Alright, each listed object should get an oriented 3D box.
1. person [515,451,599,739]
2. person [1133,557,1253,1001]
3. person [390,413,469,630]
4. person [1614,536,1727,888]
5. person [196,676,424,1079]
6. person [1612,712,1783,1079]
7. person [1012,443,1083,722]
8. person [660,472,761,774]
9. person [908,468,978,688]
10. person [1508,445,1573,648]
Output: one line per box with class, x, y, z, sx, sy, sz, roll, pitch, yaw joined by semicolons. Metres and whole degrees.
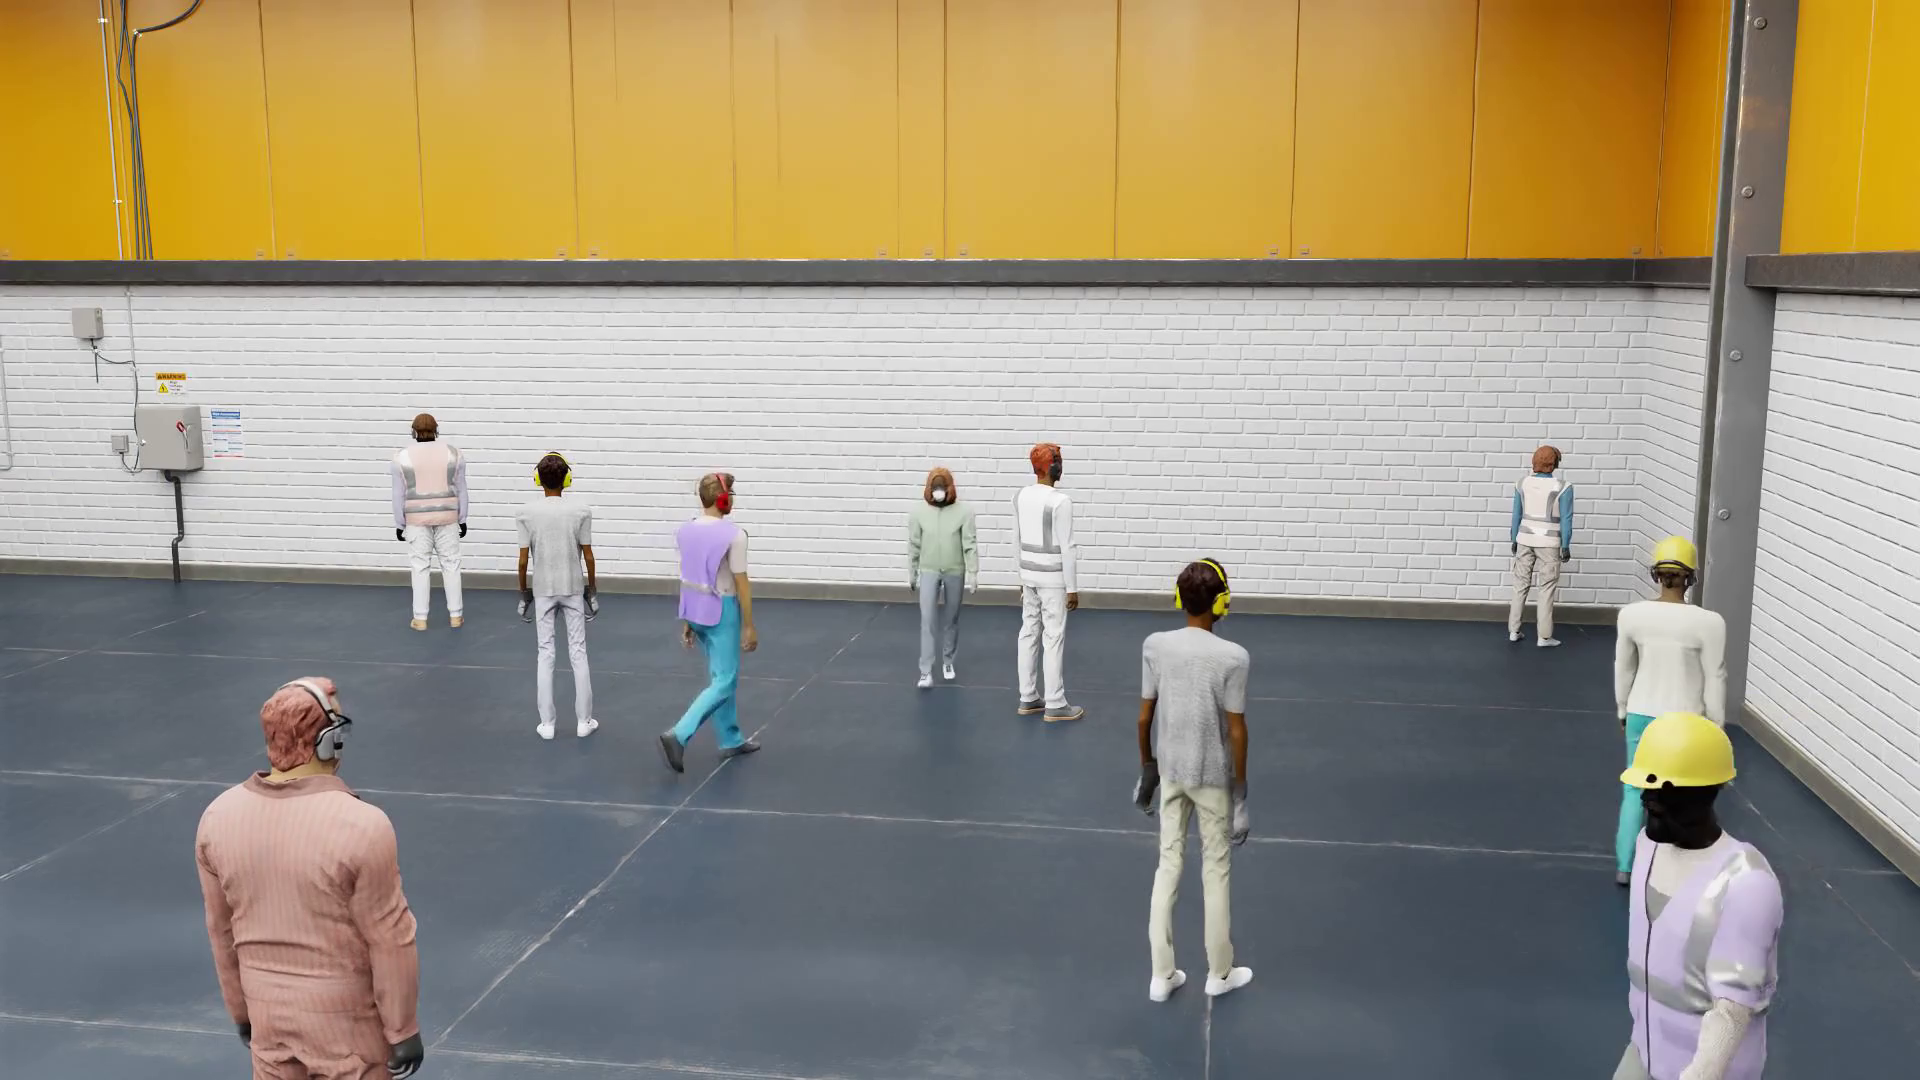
person;-2.611;0.360;10.801;0.514;1.873;0.329;-2;9;-12
person;0.976;0.993;6.934;0.540;1.870;0.403;6;11;35
person;-4.478;-0.155;14.077;0.626;1.842;0.429;-4;10;-25
person;3.435;0.859;8.073;0.331;1.762;0.538;-9;13;-43
person;-1.797;1.327;4.727;0.639;1.909;0.409;3;10;17
person;1.927;1.383;4.499;1.028;1.867;0.594;-2;9;-12
person;0.587;0.282;11.241;0.355;1.885;0.574;-8;12;-39
person;-1.542;0.501;10.118;0.569;1.821;0.792;9;13;43
person;-0.125;0.281;12.106;0.519;1.596;0.792;0;9;1
person;4.700;0.047;13.495;0.321;1.628;0.528;-7;12;-38
